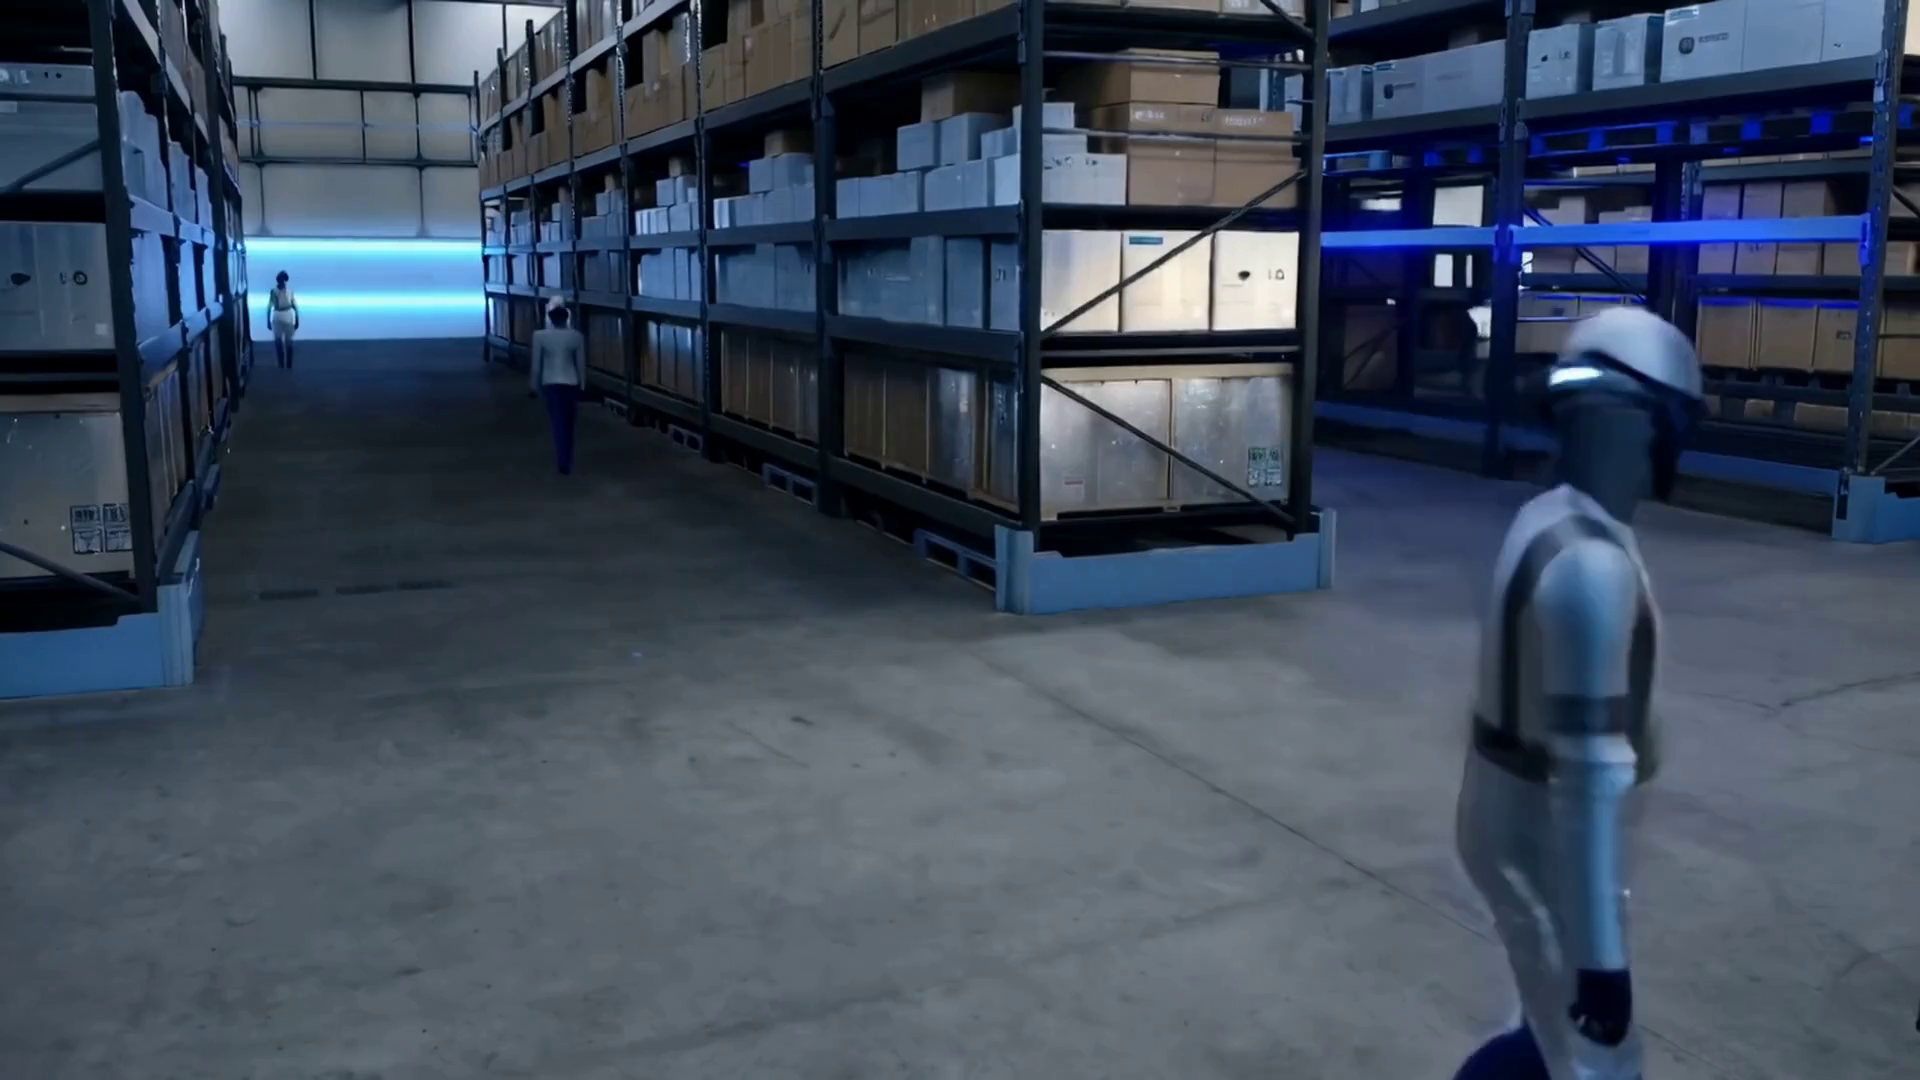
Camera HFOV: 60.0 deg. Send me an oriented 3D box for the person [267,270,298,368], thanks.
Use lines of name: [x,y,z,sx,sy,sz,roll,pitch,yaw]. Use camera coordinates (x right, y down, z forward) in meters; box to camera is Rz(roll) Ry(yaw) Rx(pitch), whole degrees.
person: [-13.235,-4.300,32.508,0.559,1.905,0.822,-3,10,-19]

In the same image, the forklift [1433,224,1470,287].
forklift: [9.639,-4.908,33.261,1.129,2.768,1.873,-4,10,-22]

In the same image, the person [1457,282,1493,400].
person: [6.263,-2.157,19.913,0.589,1.836,0.431,-4,10,-23]

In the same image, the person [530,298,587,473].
person: [-4.011,-1.547,16.616,0.530,1.717,0.922,-5,11,-28]

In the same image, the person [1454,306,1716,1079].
person: [1.044,0.585,3.029,0.659,2.006,0.704,3,10,18]
